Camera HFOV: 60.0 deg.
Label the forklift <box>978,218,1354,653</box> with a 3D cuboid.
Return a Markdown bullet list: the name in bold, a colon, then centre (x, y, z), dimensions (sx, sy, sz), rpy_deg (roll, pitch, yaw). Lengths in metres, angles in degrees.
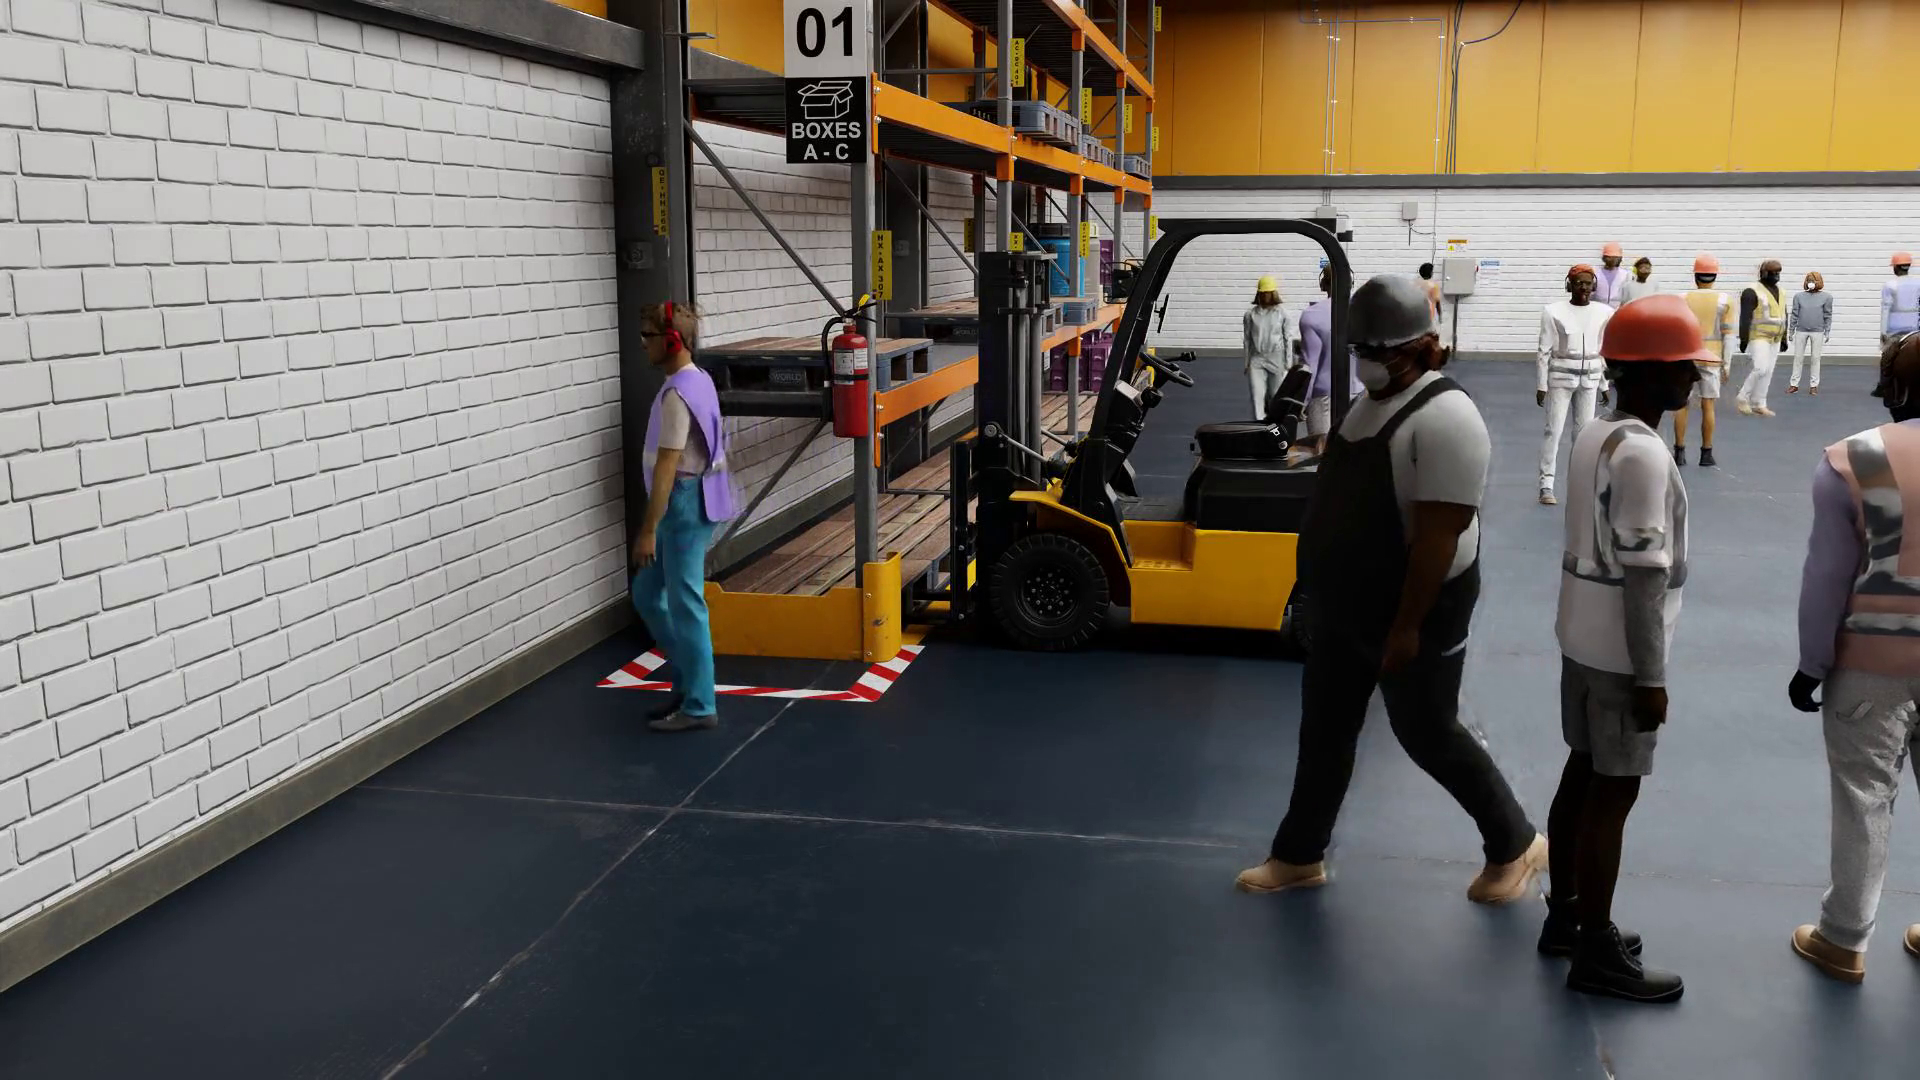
- **forklift**: centre (1.285, -0.567, 8.635), dimensions (2.313, 2.155, 1.214), rpy_deg (2, 11, 11)

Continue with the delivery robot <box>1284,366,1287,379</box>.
- **delivery robot**: centre (3.882, -1.841, 19.855), dimensions (0.477, 0.478, 0.707), rpy_deg (1, 10, 5)

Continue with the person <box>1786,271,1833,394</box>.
- **person**: centre (11.336, -2.760, 22.190), dimensions (0.507, 1.632, 0.268), rpy_deg (8, 13, 38)

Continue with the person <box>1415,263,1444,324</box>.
- **person**: centre (7.443, -3.564, 26.473), dimensions (0.556, 1.679, 0.540), rpy_deg (-5, 12, -26)

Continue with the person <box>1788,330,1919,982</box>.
- **person**: centre (2.644, 0.337, 4.659), dimensions (0.622, 1.841, 0.430), rpy_deg (1, 10, 5)

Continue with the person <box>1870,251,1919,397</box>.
- **person**: centre (12.133, -2.762, 21.427), dimensions (0.578, 1.915, 0.800), rpy_deg (1, 10, 6)

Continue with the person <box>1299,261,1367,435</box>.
- **person**: centre (2.649, -1.004, 11.741), dimensions (0.627, 1.936, 0.373), rpy_deg (-3, 11, -18)

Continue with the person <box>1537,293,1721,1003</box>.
- **person**: centre (1.850, 0.293, 4.620), dimensions (0.365, 1.939, 0.542), rpy_deg (1, 10, 4)

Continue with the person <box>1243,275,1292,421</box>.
- **person**: centre (3.085, -1.799, 16.705), dimensions (0.494, 1.712, 0.796), rpy_deg (2, 11, 13)

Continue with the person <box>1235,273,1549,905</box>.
- **person**: centre (1.396, 0.143, 5.161), dimensions (0.878, 2.000, 0.689), rpy_deg (-3, 11, -18)

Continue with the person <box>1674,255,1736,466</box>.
- **person**: centre (6.751, -1.623, 15.196), dimensions (0.553, 1.930, 0.516), rpy_deg (5, 12, 26)

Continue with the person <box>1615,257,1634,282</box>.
- **person**: centre (9.744, -3.371, 24.880), dimensions (0.611, 1.876, 0.990), rpy_deg (5, 11, 23)

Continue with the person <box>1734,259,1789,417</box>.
- **person**: centre (9.378, -2.341, 19.372), dimensions (0.631, 1.831, 0.445), rpy_deg (-5, 12, -28)

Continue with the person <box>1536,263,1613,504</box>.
- **person**: centre (4.803, -1.213, 13.025), dimensions (0.583, 1.882, 0.338), rpy_deg (0, 10, -1)

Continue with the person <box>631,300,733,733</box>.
- **person**: centre (-1.208, -0.079, 6.959), dimensions (0.513, 1.829, 0.585), rpy_deg (-1, 10, -7)

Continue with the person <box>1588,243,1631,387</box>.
- **person**: centre (9.016, -3.123, 23.175), dimensions (0.626, 1.993, 1.009), rpy_deg (2, 10, 8)

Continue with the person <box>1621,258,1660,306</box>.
- **person**: centre (8.874, -2.755, 21.653), dimensions (0.542, 1.817, 0.974), rpy_deg (-1, 10, -4)
